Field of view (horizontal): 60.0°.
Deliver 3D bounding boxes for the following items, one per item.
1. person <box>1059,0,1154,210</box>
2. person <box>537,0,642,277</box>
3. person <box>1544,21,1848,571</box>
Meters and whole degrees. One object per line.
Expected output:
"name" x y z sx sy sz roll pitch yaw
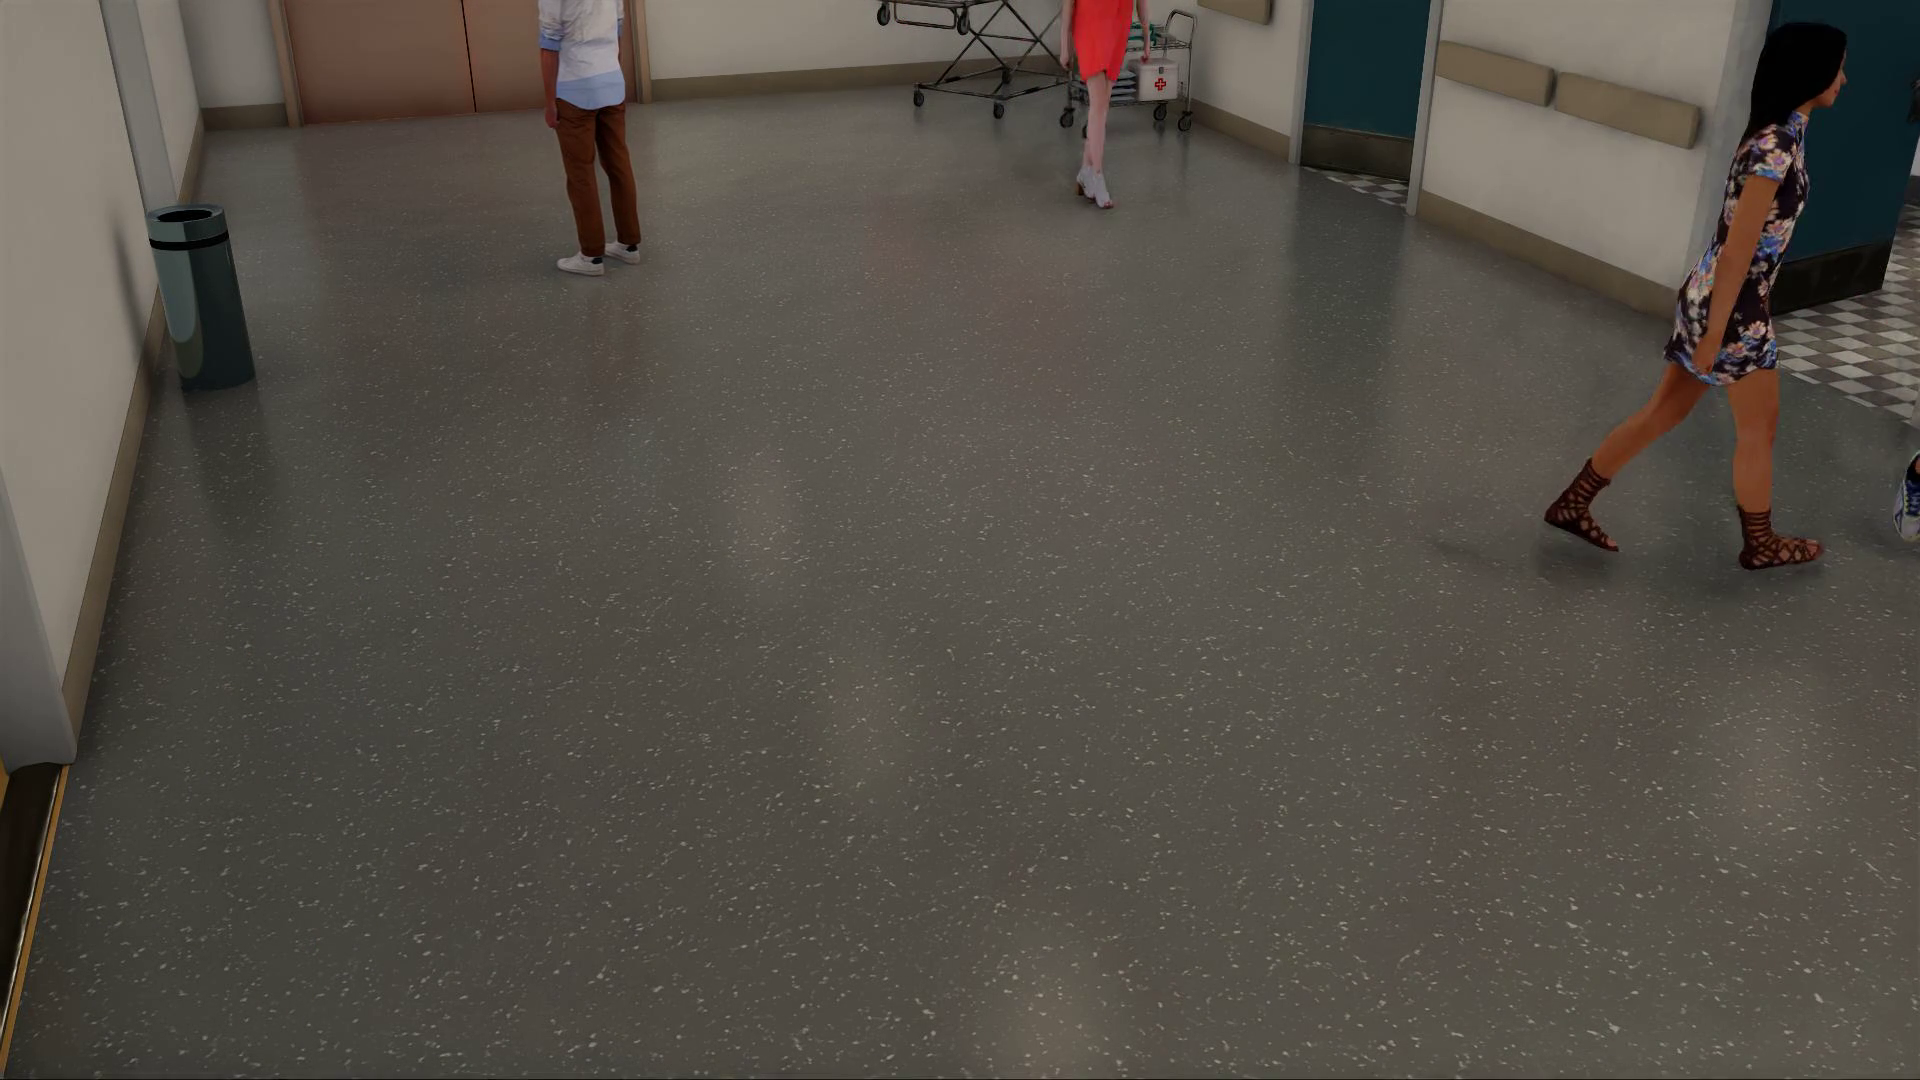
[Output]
"person" 0.755 -2.819 9.413 0.668 1.807 0.766 -12 28 -23
"person" -1.835 -2.239 8.196 0.776 1.822 0.755 16 30 30
"person" 2.274 -0.687 5.125 1.081 1.693 1.092 11 28 22
